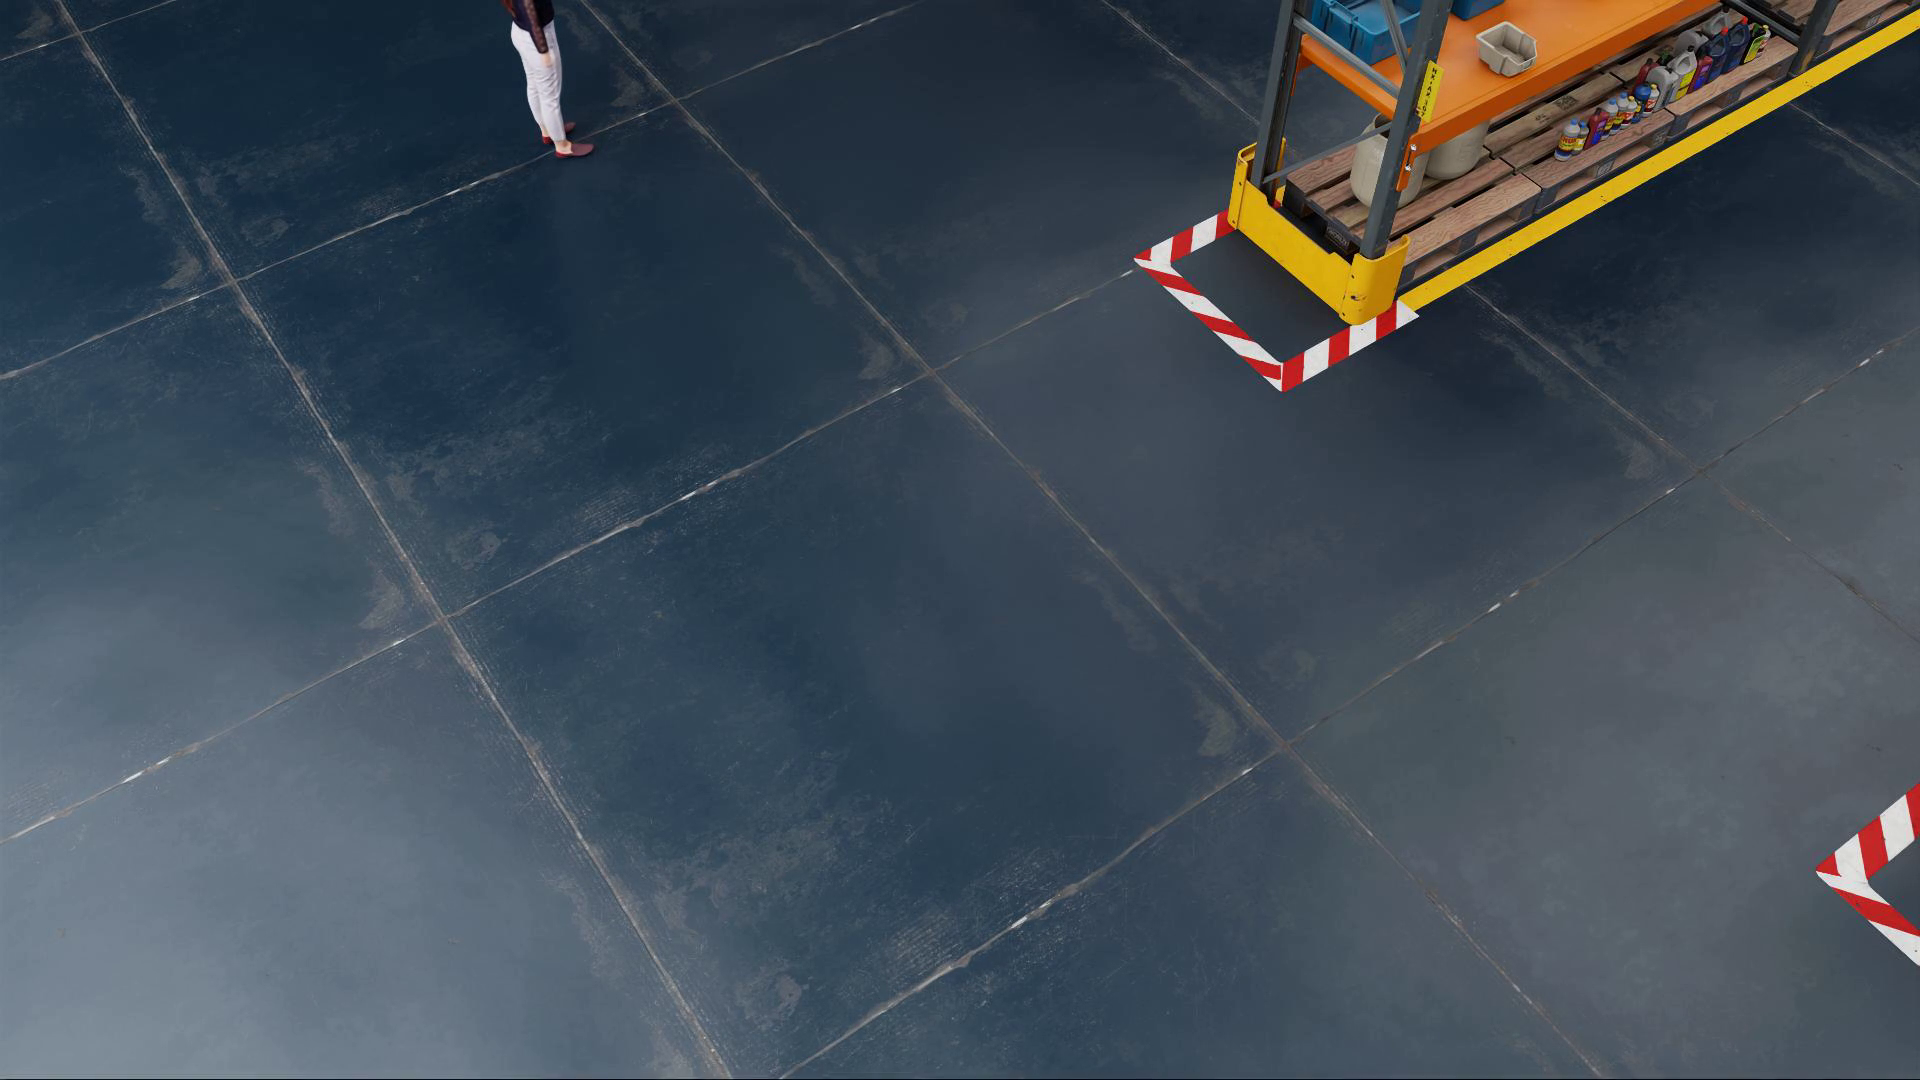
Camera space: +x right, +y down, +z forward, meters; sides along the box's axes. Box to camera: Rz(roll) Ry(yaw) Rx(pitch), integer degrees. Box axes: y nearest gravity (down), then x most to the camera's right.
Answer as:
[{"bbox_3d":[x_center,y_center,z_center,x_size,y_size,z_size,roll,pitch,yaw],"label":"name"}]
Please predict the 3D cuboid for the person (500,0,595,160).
[{"bbox_3d":[-2.557,-3.026,10.054,0.541,1.608,0.598,-26,57,-19],"label":"person"}]
